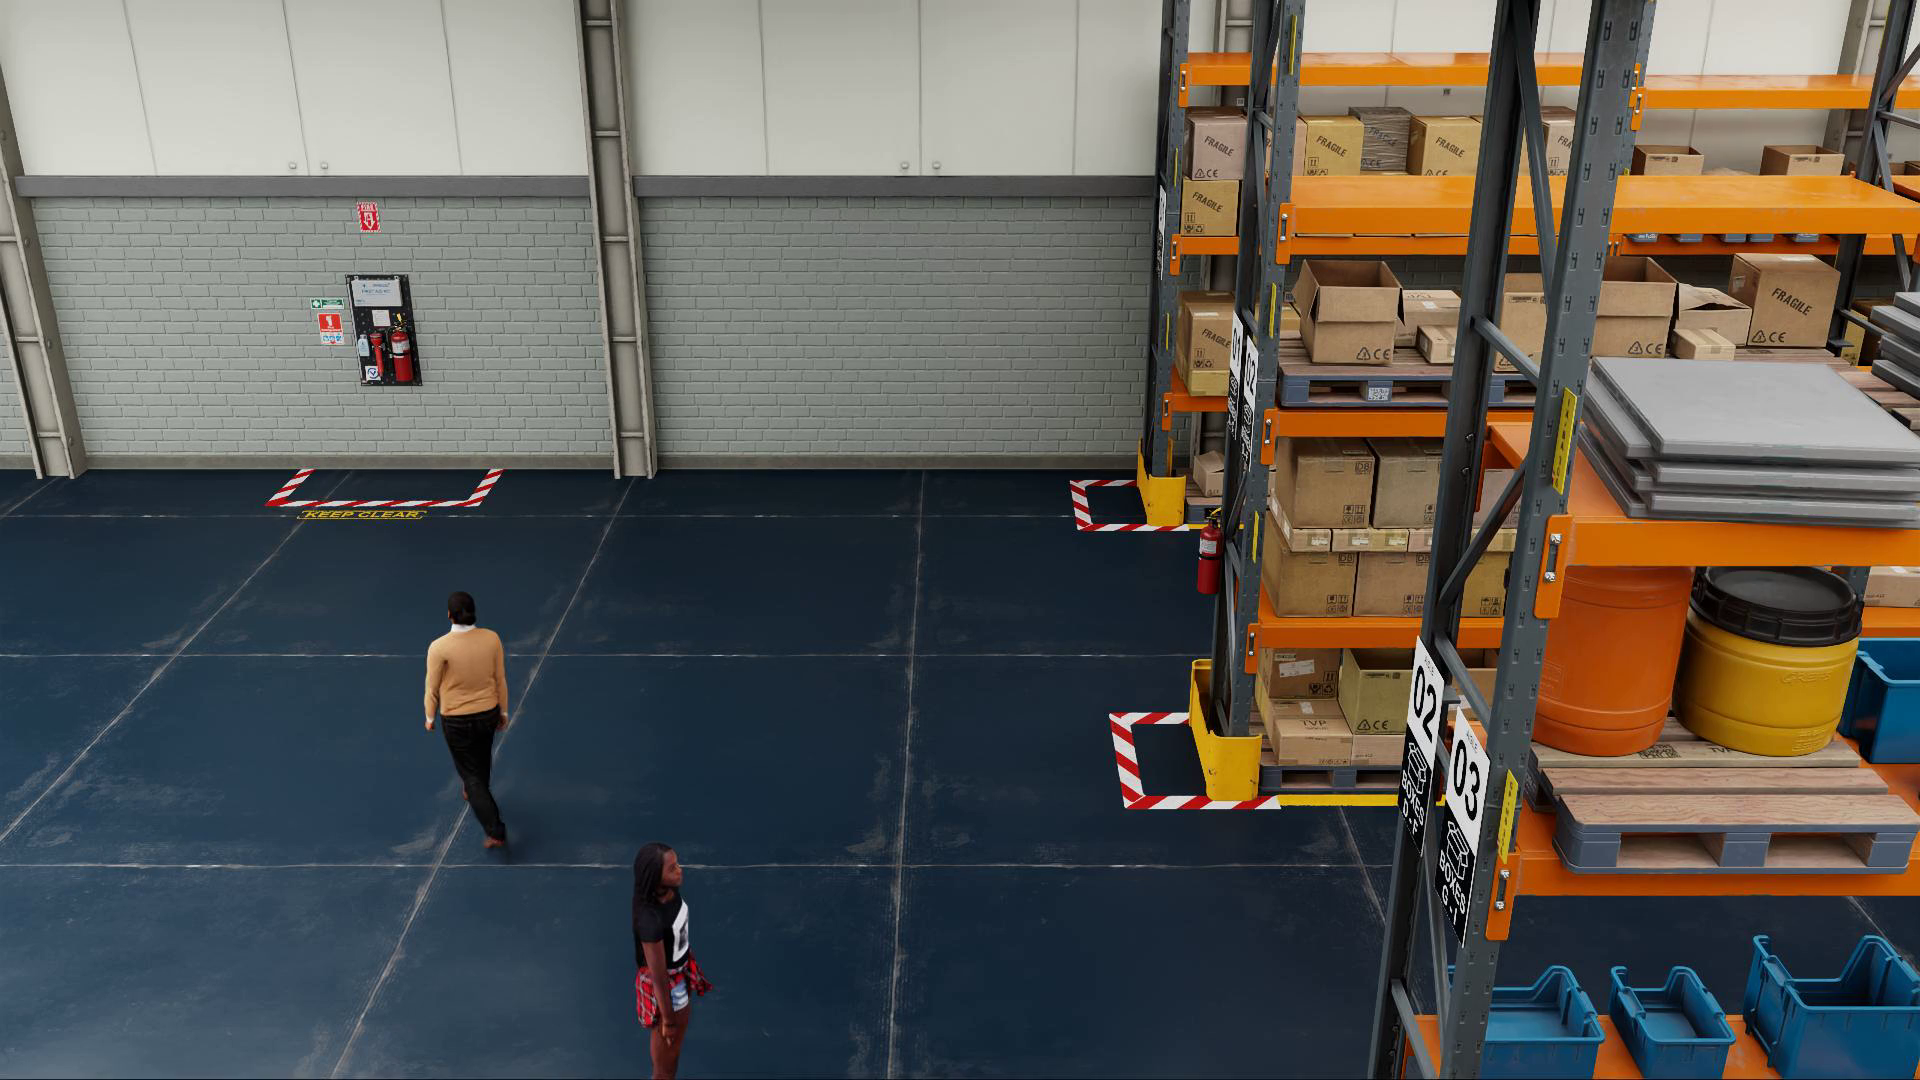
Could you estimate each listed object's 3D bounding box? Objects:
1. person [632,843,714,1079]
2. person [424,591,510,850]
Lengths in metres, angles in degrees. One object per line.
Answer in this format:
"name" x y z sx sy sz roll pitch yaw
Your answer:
"person" -1.464 2.247 8.251 0.601 1.729 0.609 -1 23 -3
"person" -3.142 1.184 10.745 1.163 1.733 1.174 -18 29 -36
